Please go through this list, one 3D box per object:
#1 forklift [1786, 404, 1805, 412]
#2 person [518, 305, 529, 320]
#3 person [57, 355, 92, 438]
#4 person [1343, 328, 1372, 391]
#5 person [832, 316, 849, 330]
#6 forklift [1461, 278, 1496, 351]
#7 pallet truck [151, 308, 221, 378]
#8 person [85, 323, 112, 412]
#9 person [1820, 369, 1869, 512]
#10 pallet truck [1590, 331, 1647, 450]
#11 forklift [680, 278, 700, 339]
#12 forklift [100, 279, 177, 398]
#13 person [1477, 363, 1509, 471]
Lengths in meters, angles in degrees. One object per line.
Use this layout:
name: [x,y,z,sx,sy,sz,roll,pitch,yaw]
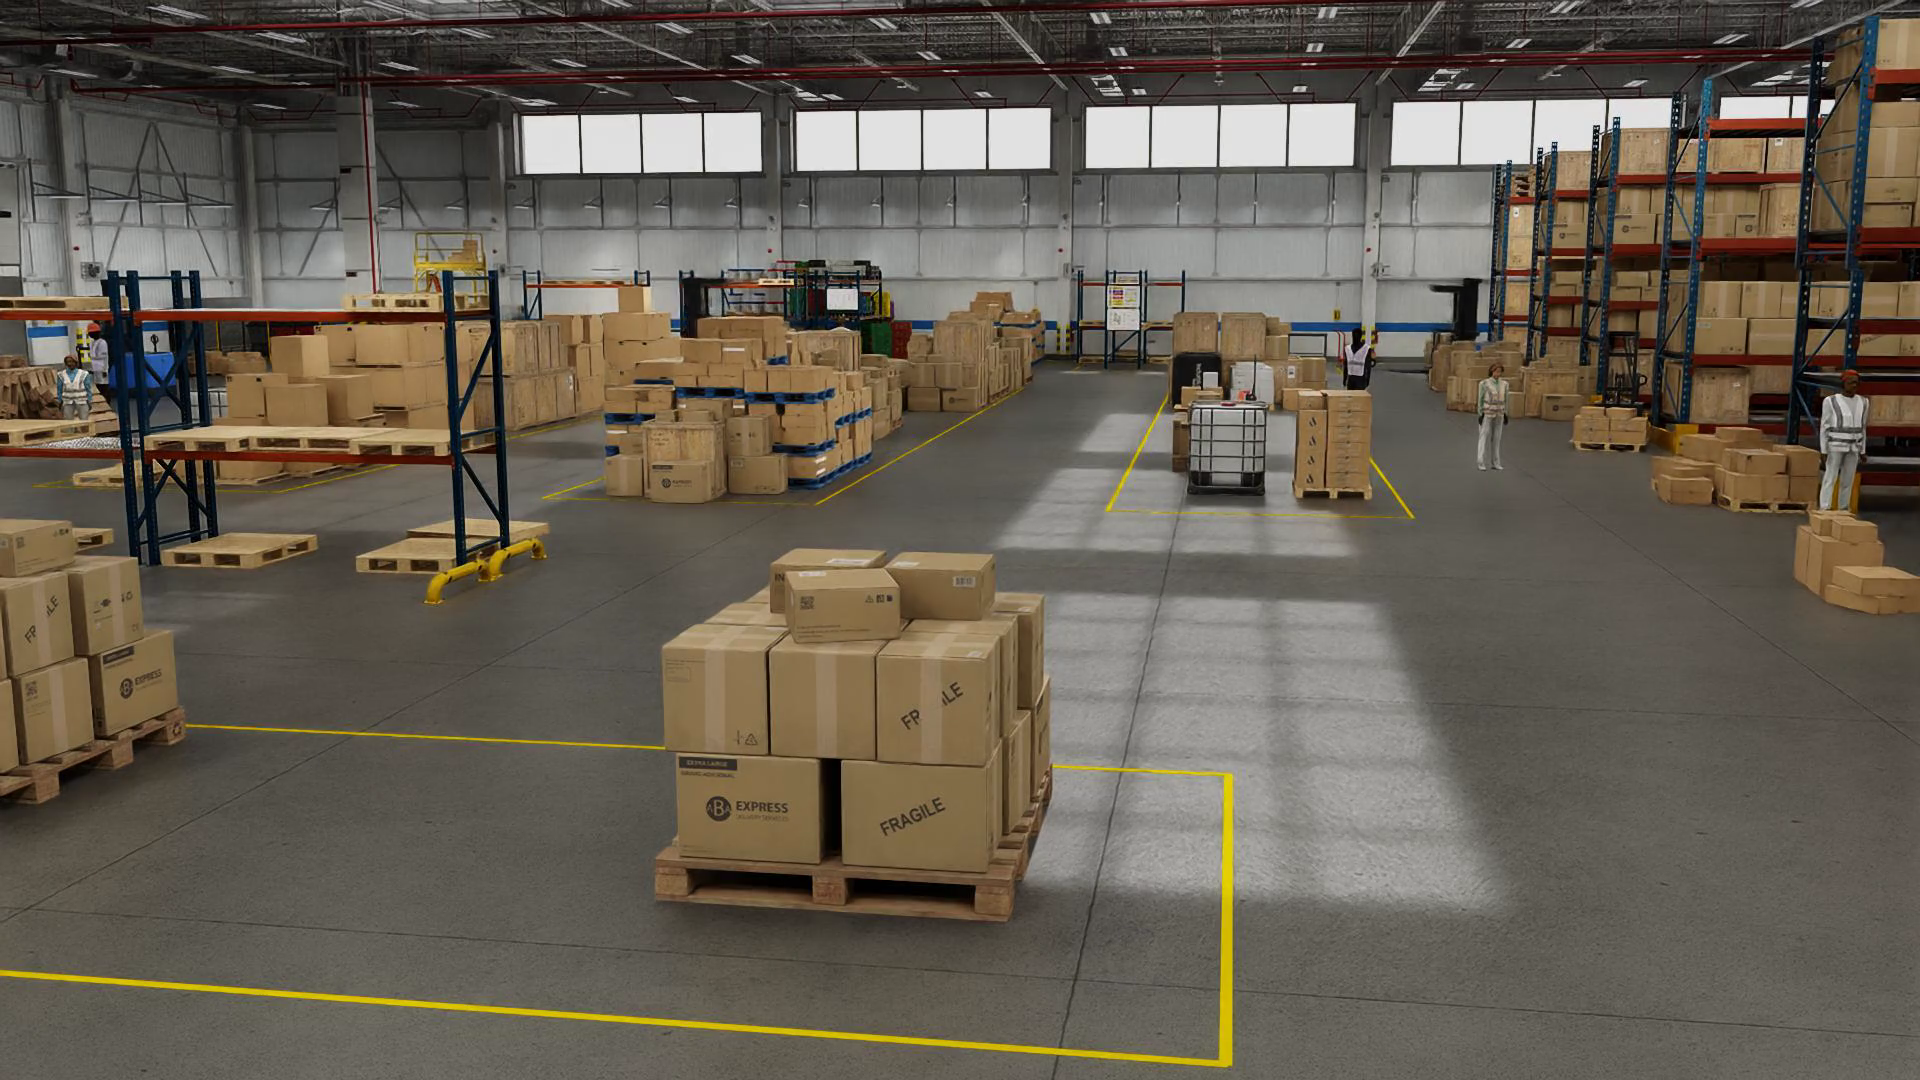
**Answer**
forklift: [18.510,-4.209,35.873,1.129,2.768,1.873,1,9,9]
person: [-14.709,-6.967,56.001,1.045,1.873,0.746,-3,10,-15]
person: [-14.753,-2.270,27.730,0.523,1.638,0.310,-3,10,-16]
person: [7.792,-3.193,32.604,0.385,1.911,0.592,-9,13,-44]
person: [-2.845,-4.419,40.066,0.637,1.937,0.357,3,10,20]
forklift: [13.641,-5.611,44.519,1.873,2.768,1.129,1,9,9]
pallet truck: [-21.869,-5.598,47.154,0.823,1.965,1.885,4,10,26]
person: [-18.180,-3.610,35.098,0.544,1.933,0.376,7,12,38]
person: [10.356,-1.057,19.496,0.584,1.882,0.346,-1,9,-9]
pallet truck: [11.253,-2.573,28.499,0.823,1.965,1.885,5,10,27]
forklift: [-7.303,-5.733,45.274,1.873,2.768,1.129,0,9,2]
forklift: [-19.606,-4.720,39.027,1.873,2.768,1.129,1,9,9]
person: [8.089,-1.869,25.268,0.511,1.638,0.307,-2,10,-14]
